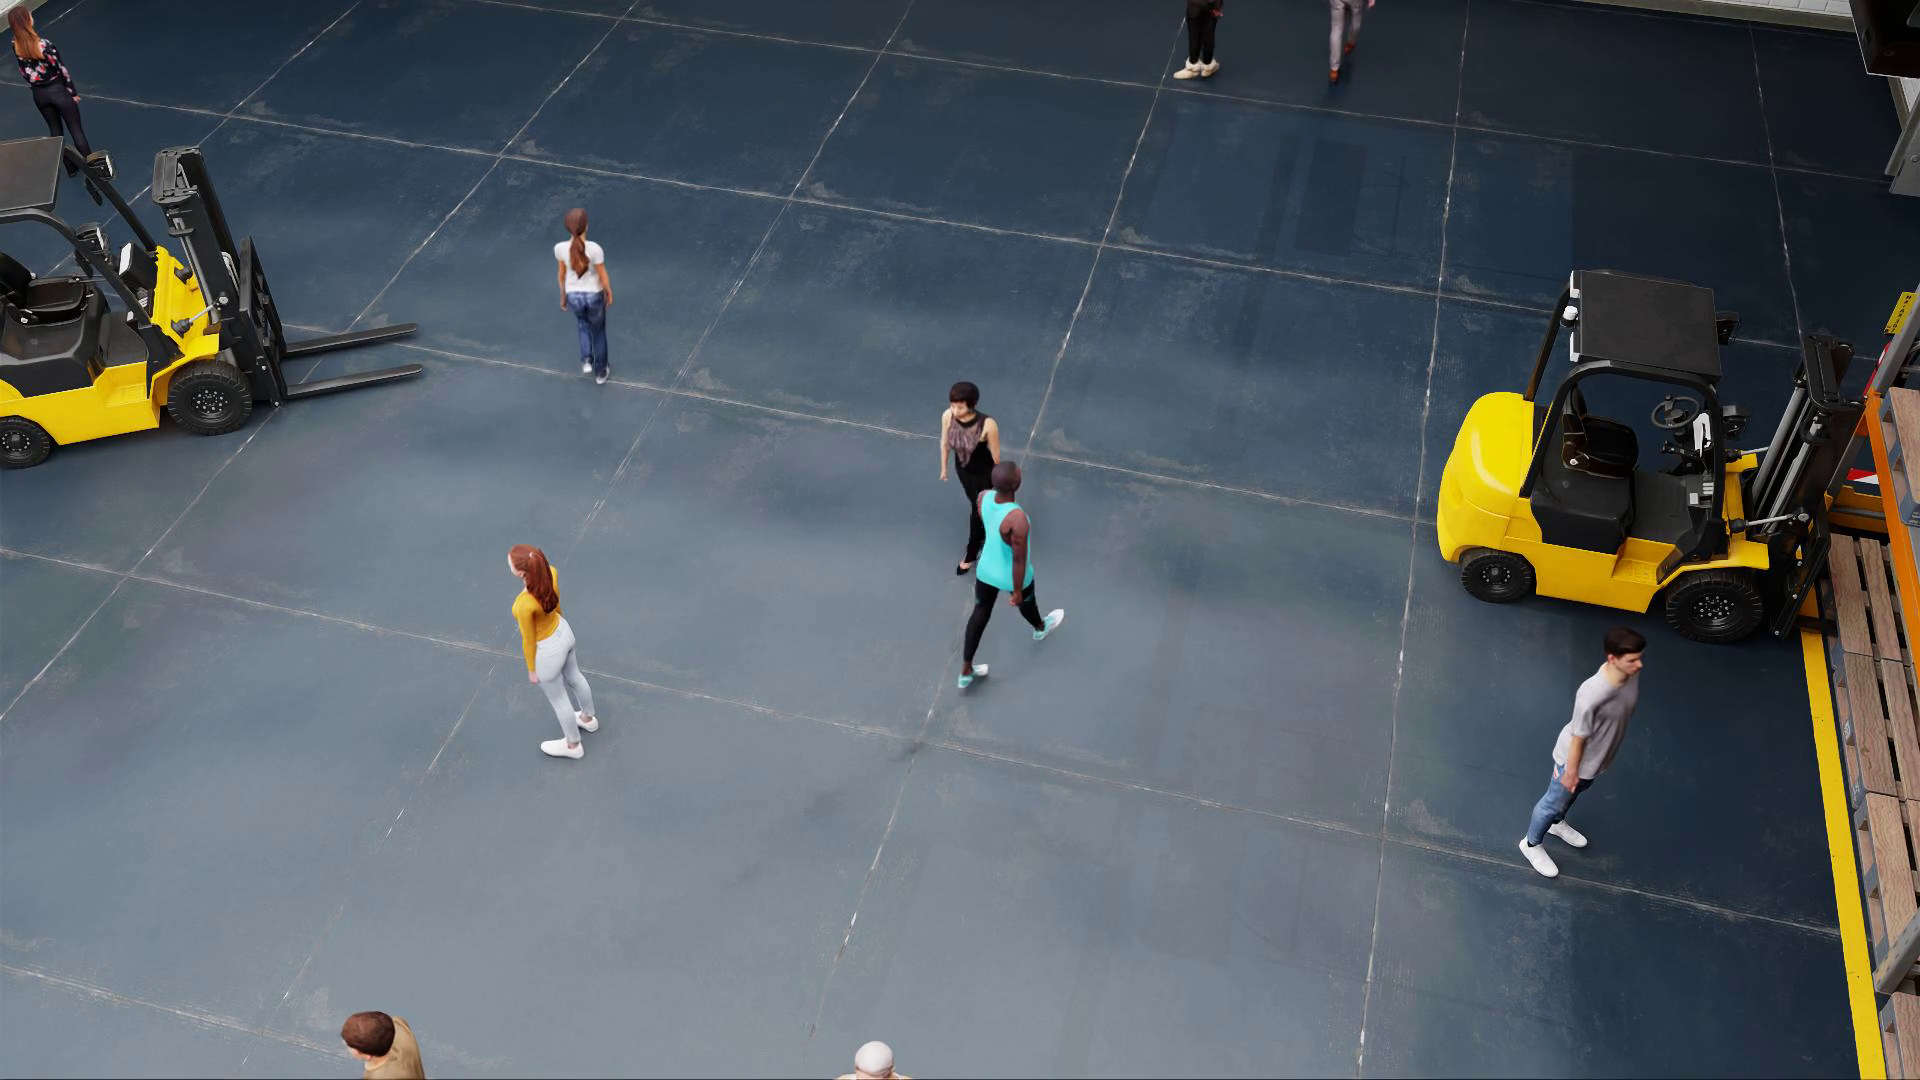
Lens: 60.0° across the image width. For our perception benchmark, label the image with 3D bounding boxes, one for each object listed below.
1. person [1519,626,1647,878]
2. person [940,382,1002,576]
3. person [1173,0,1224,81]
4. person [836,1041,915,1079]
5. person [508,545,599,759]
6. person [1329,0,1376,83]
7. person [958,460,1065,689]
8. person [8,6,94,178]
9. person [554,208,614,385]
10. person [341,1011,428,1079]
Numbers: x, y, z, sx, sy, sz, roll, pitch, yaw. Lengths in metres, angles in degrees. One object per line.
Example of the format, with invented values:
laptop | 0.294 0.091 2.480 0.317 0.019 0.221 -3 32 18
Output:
person | 3.643 1.200 9.659 0.699 1.889 0.815 -33 53 -30
person | 0.147 -0.534 11.712 0.736 1.567 0.905 23 48 22
person | 2.539 -5.435 16.794 0.766 1.652 0.781 7 44 7
person | -0.388 2.895 8.015 0.648 1.702 0.598 2 44 2
person | -2.525 0.672 10.316 0.621 1.747 0.448 11 45 12
person | 3.910 -5.500 16.773 0.666 1.776 1.095 11 45 11
person | 0.203 0.258 10.737 1.269 1.765 1.055 -34 53 -30
person | -8.419 -4.146 15.420 0.602 1.684 0.548 4 44 4
person | -2.971 -1.881 13.140 0.614 1.548 0.636 2 44 2
person | -2.656 2.796 8.011 0.791 1.851 0.630 -3 44 -3
